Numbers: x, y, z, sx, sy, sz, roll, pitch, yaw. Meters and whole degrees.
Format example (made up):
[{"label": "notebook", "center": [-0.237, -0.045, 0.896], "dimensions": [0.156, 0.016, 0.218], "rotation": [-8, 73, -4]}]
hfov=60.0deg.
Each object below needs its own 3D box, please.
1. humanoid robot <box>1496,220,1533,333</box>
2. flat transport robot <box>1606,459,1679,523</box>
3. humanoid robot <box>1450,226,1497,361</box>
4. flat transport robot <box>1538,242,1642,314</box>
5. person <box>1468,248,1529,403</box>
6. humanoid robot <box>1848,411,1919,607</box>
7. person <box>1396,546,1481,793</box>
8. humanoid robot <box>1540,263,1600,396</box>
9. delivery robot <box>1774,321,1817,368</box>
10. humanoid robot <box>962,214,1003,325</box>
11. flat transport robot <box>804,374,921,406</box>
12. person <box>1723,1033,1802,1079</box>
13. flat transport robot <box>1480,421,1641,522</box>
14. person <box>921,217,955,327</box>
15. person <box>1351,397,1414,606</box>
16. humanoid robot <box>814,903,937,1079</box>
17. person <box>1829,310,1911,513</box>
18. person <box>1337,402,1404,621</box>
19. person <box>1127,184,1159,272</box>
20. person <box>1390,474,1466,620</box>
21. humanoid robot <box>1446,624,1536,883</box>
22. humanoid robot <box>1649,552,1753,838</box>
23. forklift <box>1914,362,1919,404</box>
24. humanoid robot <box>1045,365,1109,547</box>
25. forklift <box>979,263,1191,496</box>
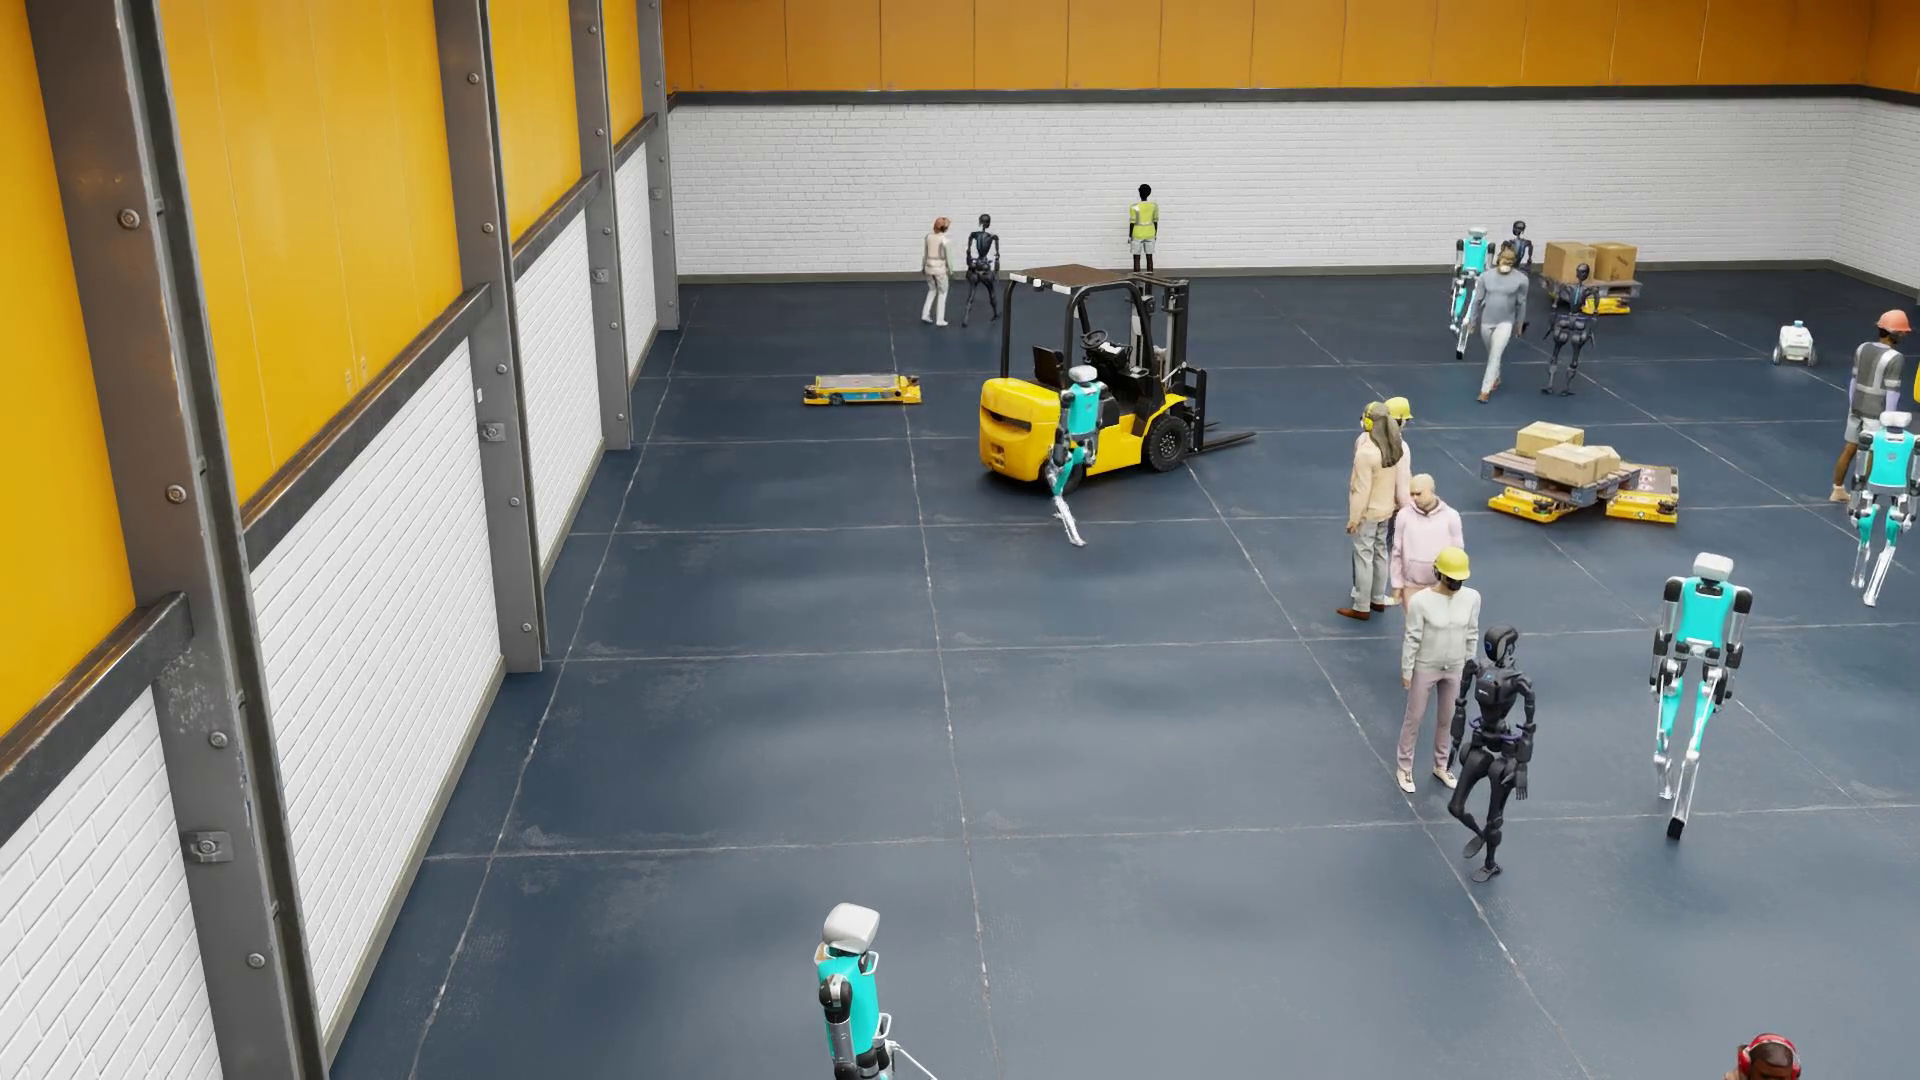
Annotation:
[{"label": "humanoid robot", "center": [7.899, -3.705, 23.680], "dimensions": [0.603, 1.647, 0.463], "rotation": [-6, 21, -15]}, {"label": "flat transport robot", "center": [6.977, -0.504, 17.000], "dimensions": [0.659, 0.231, 1.431], "rotation": [8, 22, 20]}, {"label": "humanoid robot", "center": [6.865, -3.320, 22.583], "dimensions": [0.543, 1.779, 0.944], "rotation": [11, 23, 27]}, {"label": "flat transport robot", "center": [9.770, -3.758, 25.867], "dimensions": [0.659, 0.231, 1.431], "rotation": [-2, 20, -5]}, {"label": "person", "center": [6.680, -2.707, 20.680], "dimensions": [0.655, 1.887, 1.053], "rotation": [11, 23, 28]}, {"label": "humanoid robot", "center": [7.926, -0.255, 14.344], "dimensions": [0.554, 1.892, 0.776], "rotation": [10, 22, 25]}, {"label": "person", "center": [3.203, 0.865, 11.110], "dimensions": [0.526, 1.759, 0.333], "rotation": [-4, 20, -10]}, {"label": "humanoid robot", "center": [7.599, -2.619, 20.722], "dimensions": [0.613, 1.636, 0.415], "rotation": [7, 21, 18]}, {"label": "delivery robot", "center": [11.257, -2.632, 22.409], "dimensions": [0.499, 0.612, 0.801], "rotation": [7, 21, 19]}, {"label": "humanoid robot", "center": [0.312, -3.976, 24.521], "dimensions": [0.591, 1.651, 0.799], "rotation": [12, 23, 29]}, {"label": "flat transport robot", "center": [-1.215, -1.867, 20.713], "dimensions": [1.431, 0.231, 0.659], "rotation": [-1, 20, -3]}, {"label": "person", "center": [3.059, 2.607, 6.529], "dimensions": [0.460, 1.645, 0.315], "rotation": [5, 21, 13]}, {"label": "flat transport robot", "center": [6.082, -0.482, 16.940], "dimensions": [1.431, 0.231, 0.659], "rotation": [-15, 25, -36]}, {"label": "person", "center": [-0.331, -3.929, 24.365], "dimensions": [0.582, 1.614, 0.369], "rotation": [14, 24, 34]}, {"label": "person", "center": [3.585, -0.319, 14.203], "dimensions": [0.432, 1.854, 0.814], "rotation": [-9, 22, -23]}, {"label": "humanoid robot", "center": [-0.226, 2.307, 7.018], "dimensions": [0.735, 1.677, 0.533], "rotation": [2, 20, 5]}, {"label": "person", "center": [9.111, -1.288, 16.582], "dimensions": [0.408, 2.038, 0.613], "rotation": [-3, 20, -9]}, {"label": "person", "center": [3.463, -0.239, 13.951], "dimensions": [0.565, 1.874, 0.391], "rotation": [-18, 27, -41]}, {"label": "person", "center": [2.960, -4.914, 26.941], "dimensions": [0.539, 1.695, 0.315], "rotation": [-7, 21, -18]}, {"label": "person", "center": [3.519, 0.346, 12.541], "dimensions": [0.546, 1.752, 0.453], "rotation": [7, 21, 18]}, {"label": "humanoid robot", "center": [3.230, 1.291, 10.064], "dimensions": [0.351, 1.652, 0.590], "rotation": [-15, 25, -35]}, {"label": "humanoid robot", "center": [4.702, 1.042, 10.697], "dimensions": [0.547, 1.788, 0.934], "rotation": [9, 22, 22]}, {"label": "forklift", "center": [12.602, -2.435, 19.475], "dimensions": [2.313, 2.155, 1.214], "rotation": [-1, 20, -4]}, {"label": "humanoid robot", "center": [0.996, -0.844, 15.807], "dimensions": [0.538, 1.748, 0.979], "rotation": [-14, 24, -33]}, {"label": "forklift", "center": [1.315, -1.764, 17.646], "dimensions": [2.313, 2.155, 1.214], "rotation": [-14, 24, -33]}]
